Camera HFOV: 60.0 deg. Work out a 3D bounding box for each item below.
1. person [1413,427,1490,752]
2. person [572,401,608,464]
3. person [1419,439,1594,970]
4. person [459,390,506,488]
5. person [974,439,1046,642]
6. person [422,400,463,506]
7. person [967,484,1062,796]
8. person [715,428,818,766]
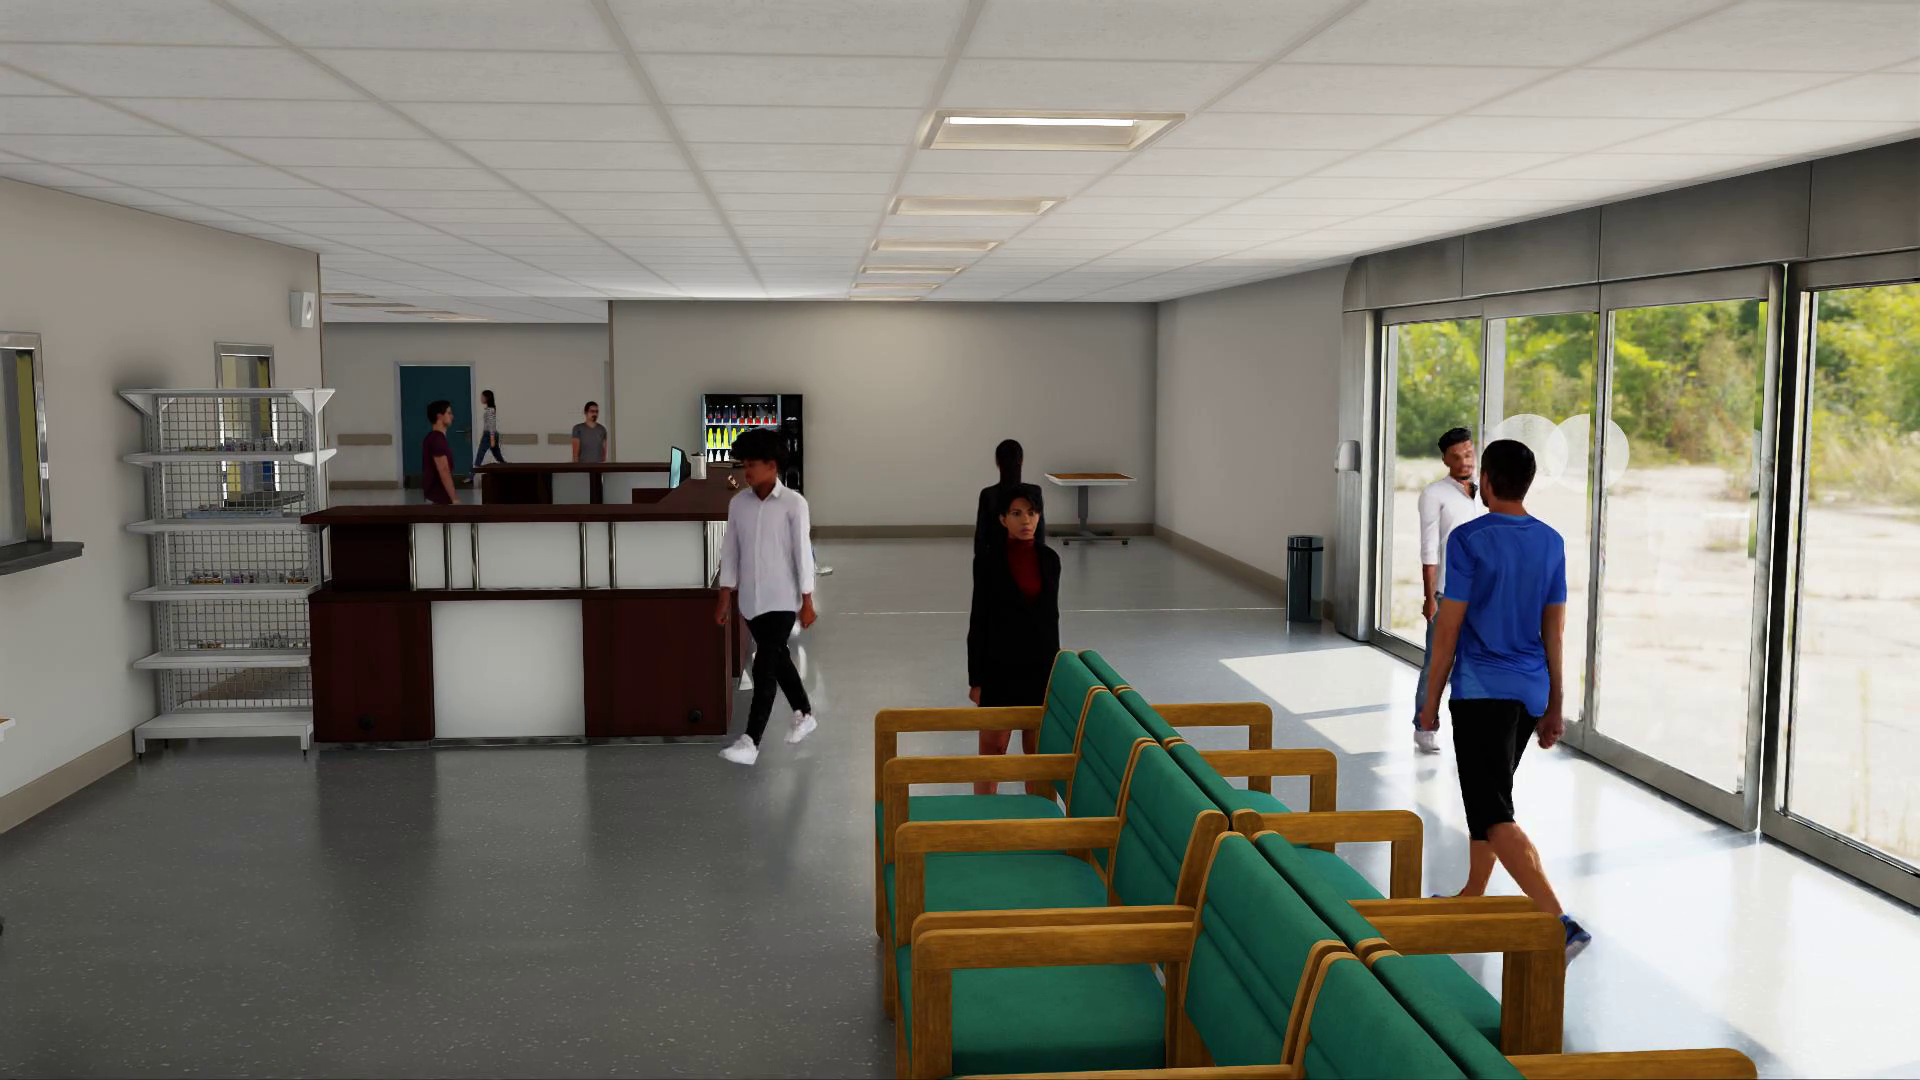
[{"bbox_3d":[2.793,0.265,9.259,0.612,1.802,0.771,-3,7,-29],"label":"person"},{"bbox_3d":[-4.540,-0.801,20.203,1.040,1.731,0.941,-3,7,-31],"label":"person"},{"bbox_3d":[1.928,0.602,5.787,1.239,1.828,0.886,-2,6,-19],"label":"person"},{"bbox_3d":[-8.220,-1.743,29.485,1.114,1.749,0.659,-1,6,-9],"label":"person"},{"bbox_3d":[0.305,0.251,9.842,0.416,1.713,0.630,-1,6,-6],"label":"person"},{"bbox_3d":[-4.843,-0.337,15.193,1.243,1.812,0.881,-2,6,-20],"label":"person"},{"bbox_3d":[0.236,0.589,6.849,0.615,1.639,0.678,-2,6,-17],"label":"person"},{"bbox_3d":[-0.993,0.313,9.005,1.212,1.757,1.112,3,6,25],"label":"person"}]
